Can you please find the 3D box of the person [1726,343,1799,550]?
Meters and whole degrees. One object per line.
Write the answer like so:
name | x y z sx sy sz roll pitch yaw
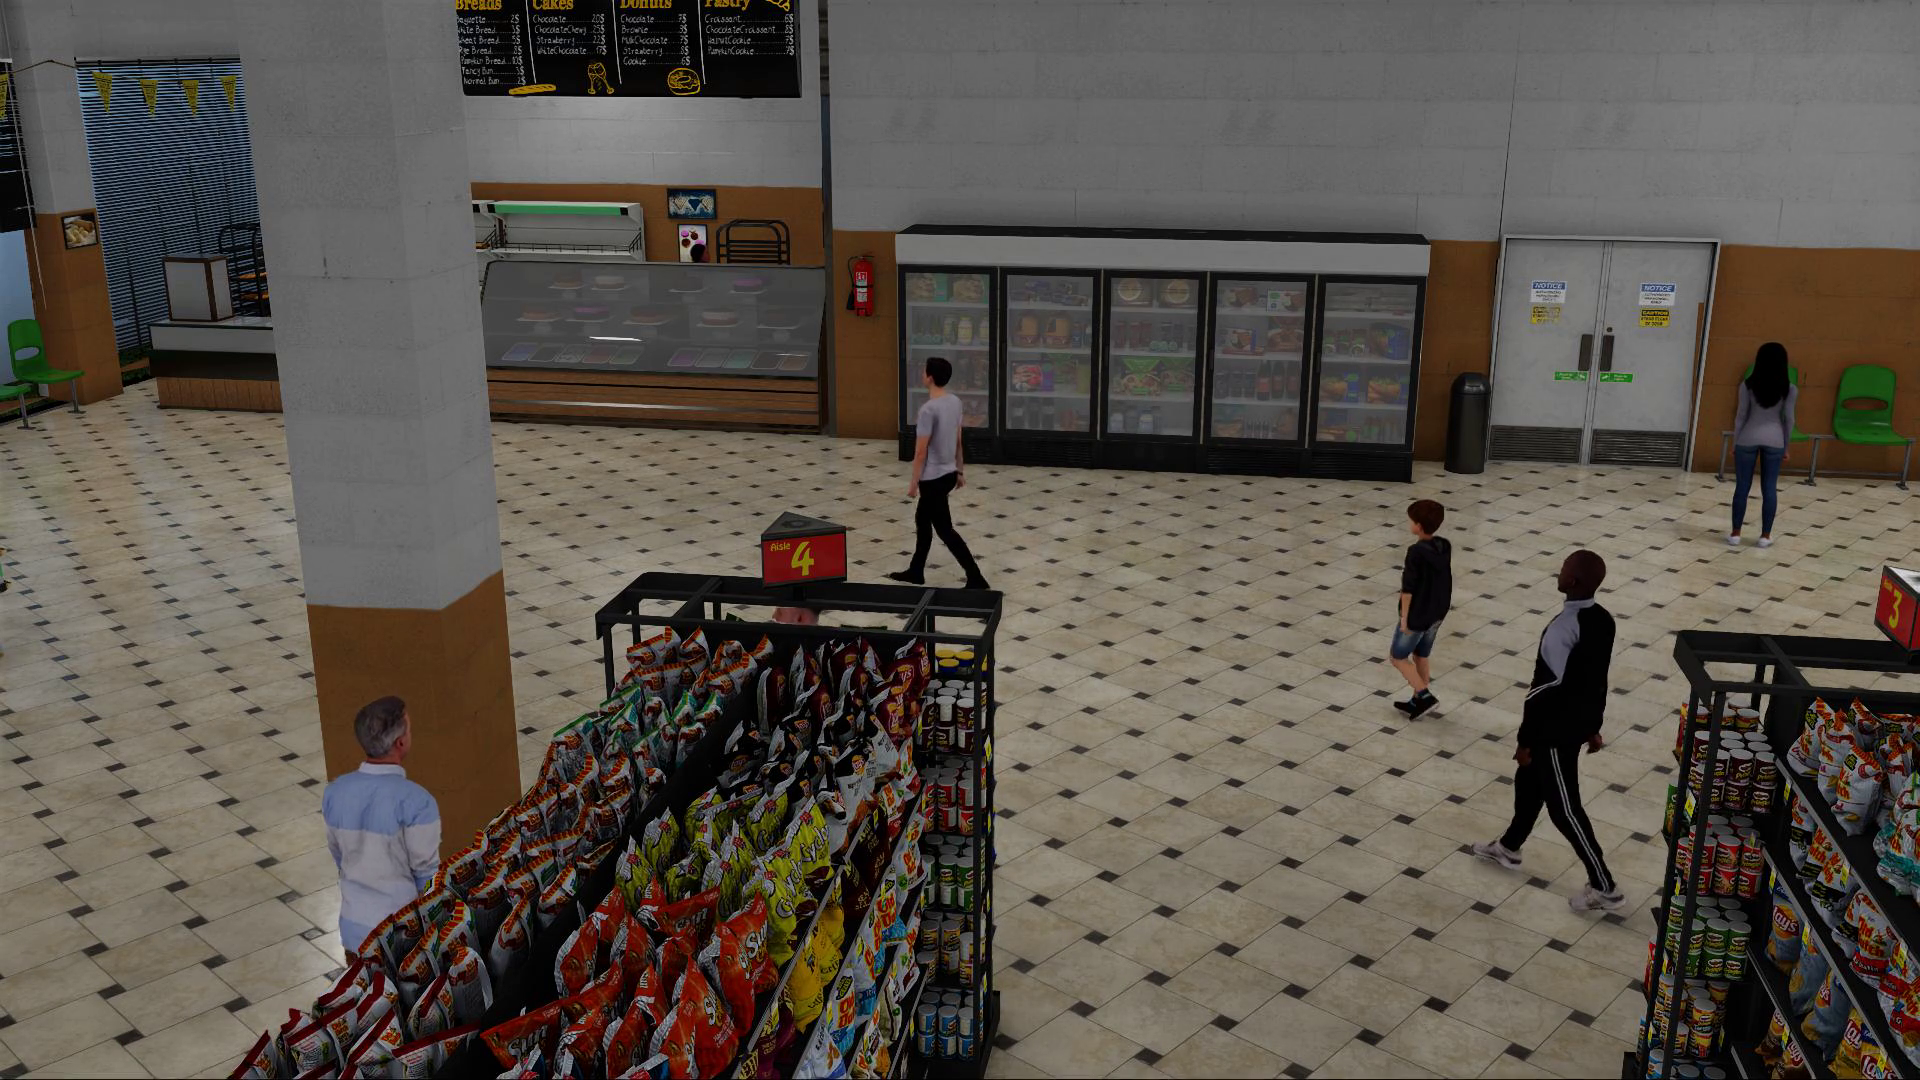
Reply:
person | 6.737 -0.797 13.998 0.652 1.735 0.590 7 18 21

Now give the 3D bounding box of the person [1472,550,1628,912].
person | 3.020 0.951 8.128 1.177 1.801 1.185 -14 22 -38

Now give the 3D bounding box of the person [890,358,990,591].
person | -0.099 -0.438 12.643 1.003 1.835 1.187 9 19 28

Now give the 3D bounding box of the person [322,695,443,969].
person | -2.196 1.513 6.305 0.804 1.786 1.128 5 18 17

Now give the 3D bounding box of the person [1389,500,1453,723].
person | 2.913 0.469 10.340 0.725 1.438 0.790 -10 20 -30
